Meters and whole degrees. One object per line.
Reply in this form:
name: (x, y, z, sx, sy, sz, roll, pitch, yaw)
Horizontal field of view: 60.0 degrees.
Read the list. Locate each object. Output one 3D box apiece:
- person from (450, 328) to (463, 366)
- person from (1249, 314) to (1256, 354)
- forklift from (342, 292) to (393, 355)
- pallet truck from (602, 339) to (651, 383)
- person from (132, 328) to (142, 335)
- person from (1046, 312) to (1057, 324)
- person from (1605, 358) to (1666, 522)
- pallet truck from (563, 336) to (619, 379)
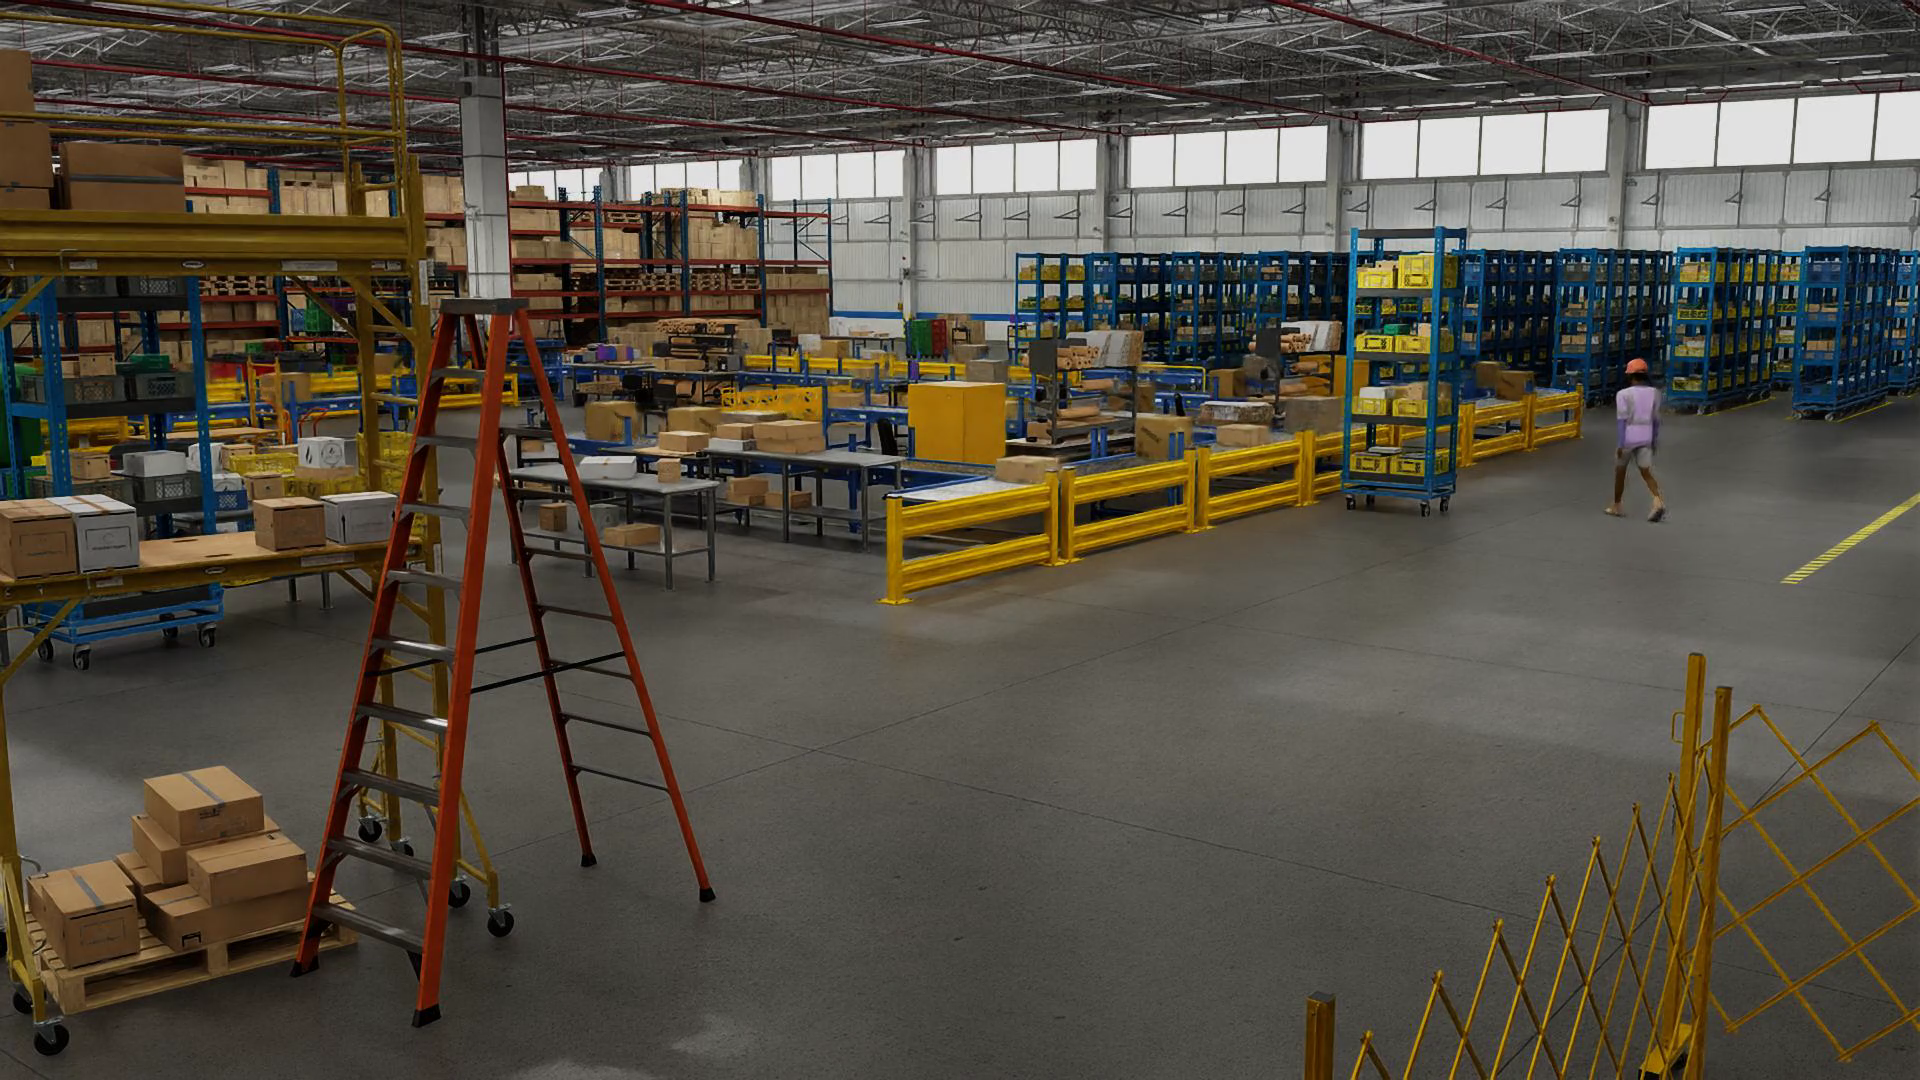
person: (-15.042, -5.788, 49.551, 0.420, 1.801, 0.670, 3, 9, 16)
person: (8.968, -5.919, 50.222, 0.403, 1.837, 0.591, -6, 11, -33)
forklift: (-16.485, -5.622, 45.120, 1.129, 2.768, 1.873, 7, 11, 37)
pallet truck: (-8.991, -4.871, 45.351, 0.653, 1.274, 1.630, 7, 11, 37)
person: (-25.461, -6.023, 51.539, 0.282, 1.632, 0.528, 1, 9, 8)
person: (2.675, -5.873, 49.638, 0.573, 1.930, 0.613, -7, 11, -36)
person: (8.385, -1.232, 20.480, 0.620, 2.010, 0.984, -2, 9, -12)
pallet truck: (-10.690, -5.294, 48.215, 1.601, 1.201, 0.680, -5, 10, -26)
